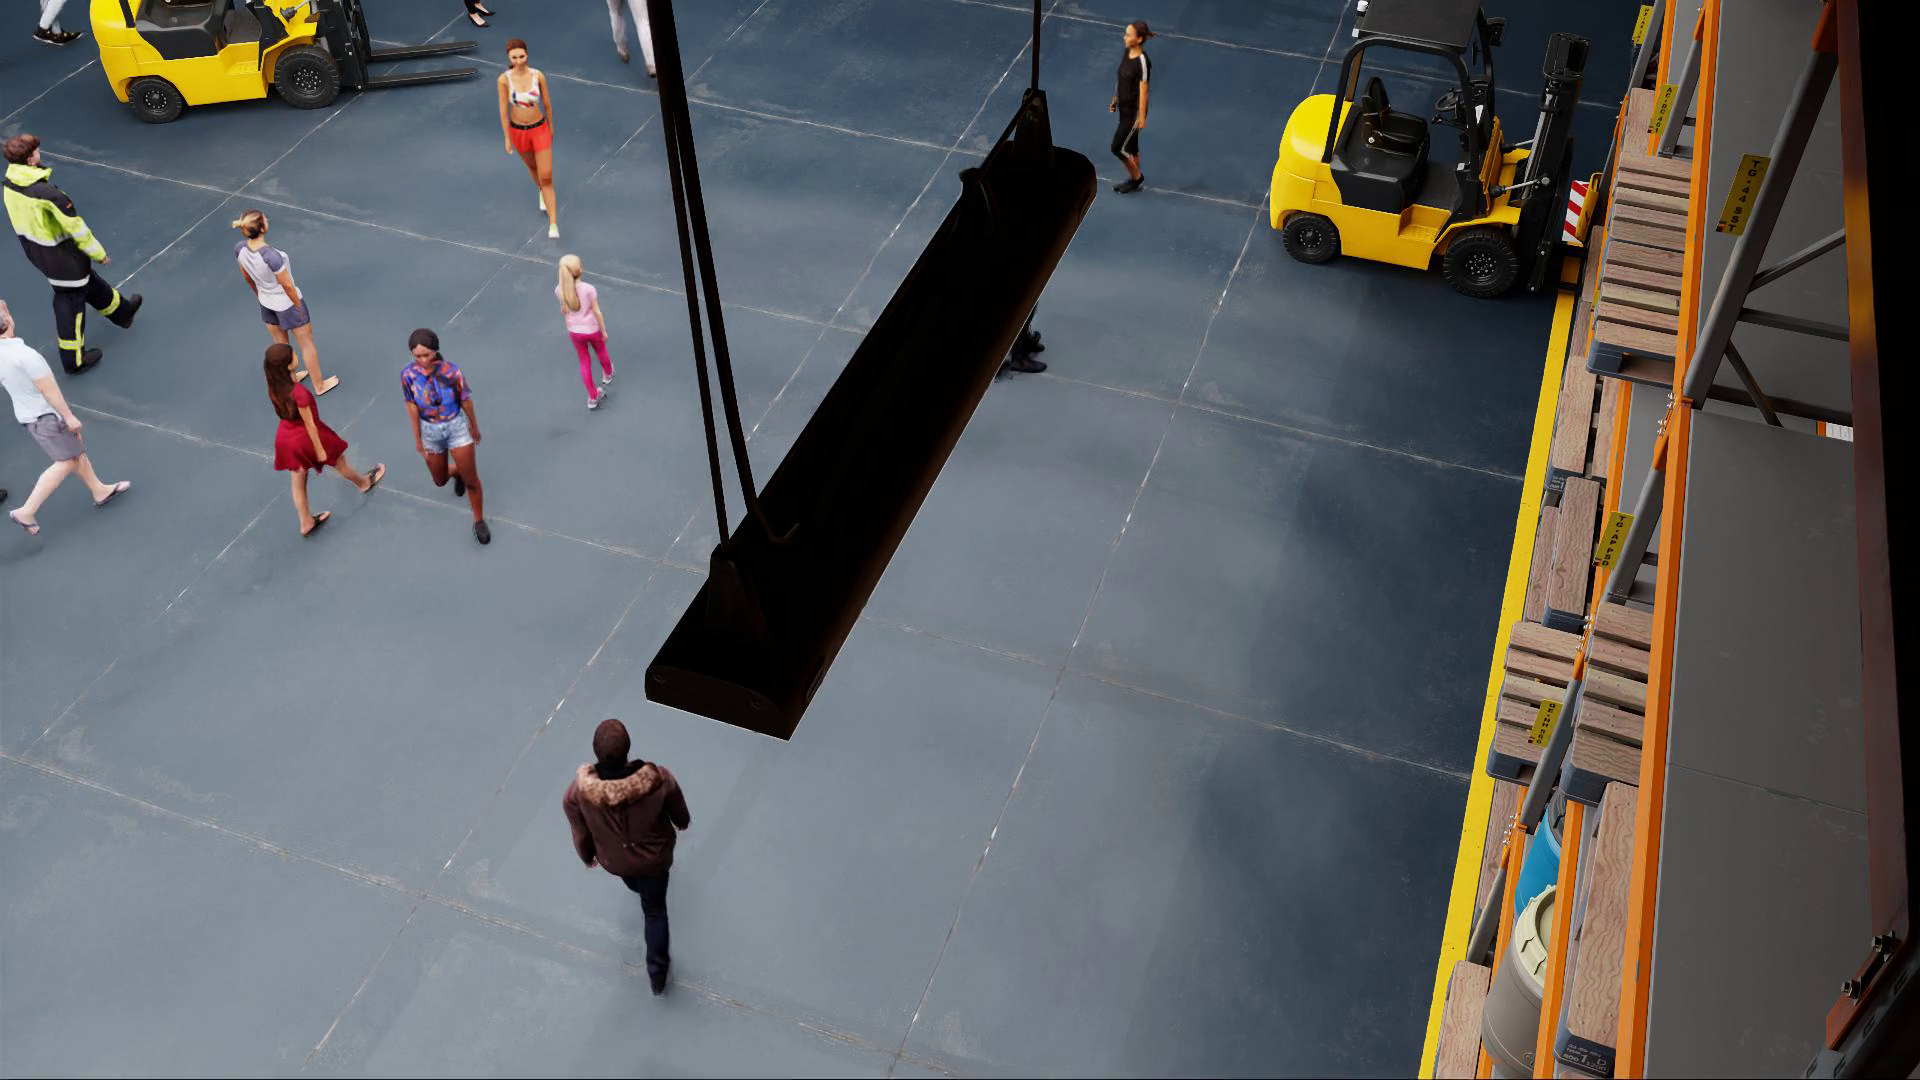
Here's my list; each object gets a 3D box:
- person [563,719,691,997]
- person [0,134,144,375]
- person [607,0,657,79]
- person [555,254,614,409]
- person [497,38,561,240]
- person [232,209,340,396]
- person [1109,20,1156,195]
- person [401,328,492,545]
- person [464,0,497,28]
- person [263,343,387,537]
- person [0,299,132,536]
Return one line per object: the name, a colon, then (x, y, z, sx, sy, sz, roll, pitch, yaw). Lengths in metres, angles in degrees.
person: (-1.739, 1.707, 8.894, 1.126, 1.797, 1.329, -6, 44, -6)
person: (-7.039, -2.165, 12.858, 0.909, 1.935, 1.209, 21, 47, 20)
person: (-3.273, -5.441, 16.353, 1.136, 1.858, 1.275, -13, 45, -13)
person: (-2.897, -1.571, 12.732, 0.650, 1.249, 0.825, 3, 44, 3)
person: (-3.746, -3.558, 14.461, 0.997, 1.741, 1.225, -8, 44, -8)
person: (-5.195, -1.812, 12.713, 0.571, 1.625, 0.522, 14, 45, 15)
person: (1.608, -3.850, 14.828, 0.750, 1.658, 0.666, -8, 44, -9)
person: (-3.574, -0.775, 11.544, 0.847, 1.735, 0.972, -10, 44, -10)
person: (-5.142, -6.196, 17.288, 0.715, 1.661, 0.572, 2, 44, 3)
person: (-4.630, -0.670, 11.593, 0.672, 1.516, 1.032, 22, 48, 21)
person: (-6.443, -0.810, 11.540, 0.902, 1.791, 1.162, 30, 51, 28)
